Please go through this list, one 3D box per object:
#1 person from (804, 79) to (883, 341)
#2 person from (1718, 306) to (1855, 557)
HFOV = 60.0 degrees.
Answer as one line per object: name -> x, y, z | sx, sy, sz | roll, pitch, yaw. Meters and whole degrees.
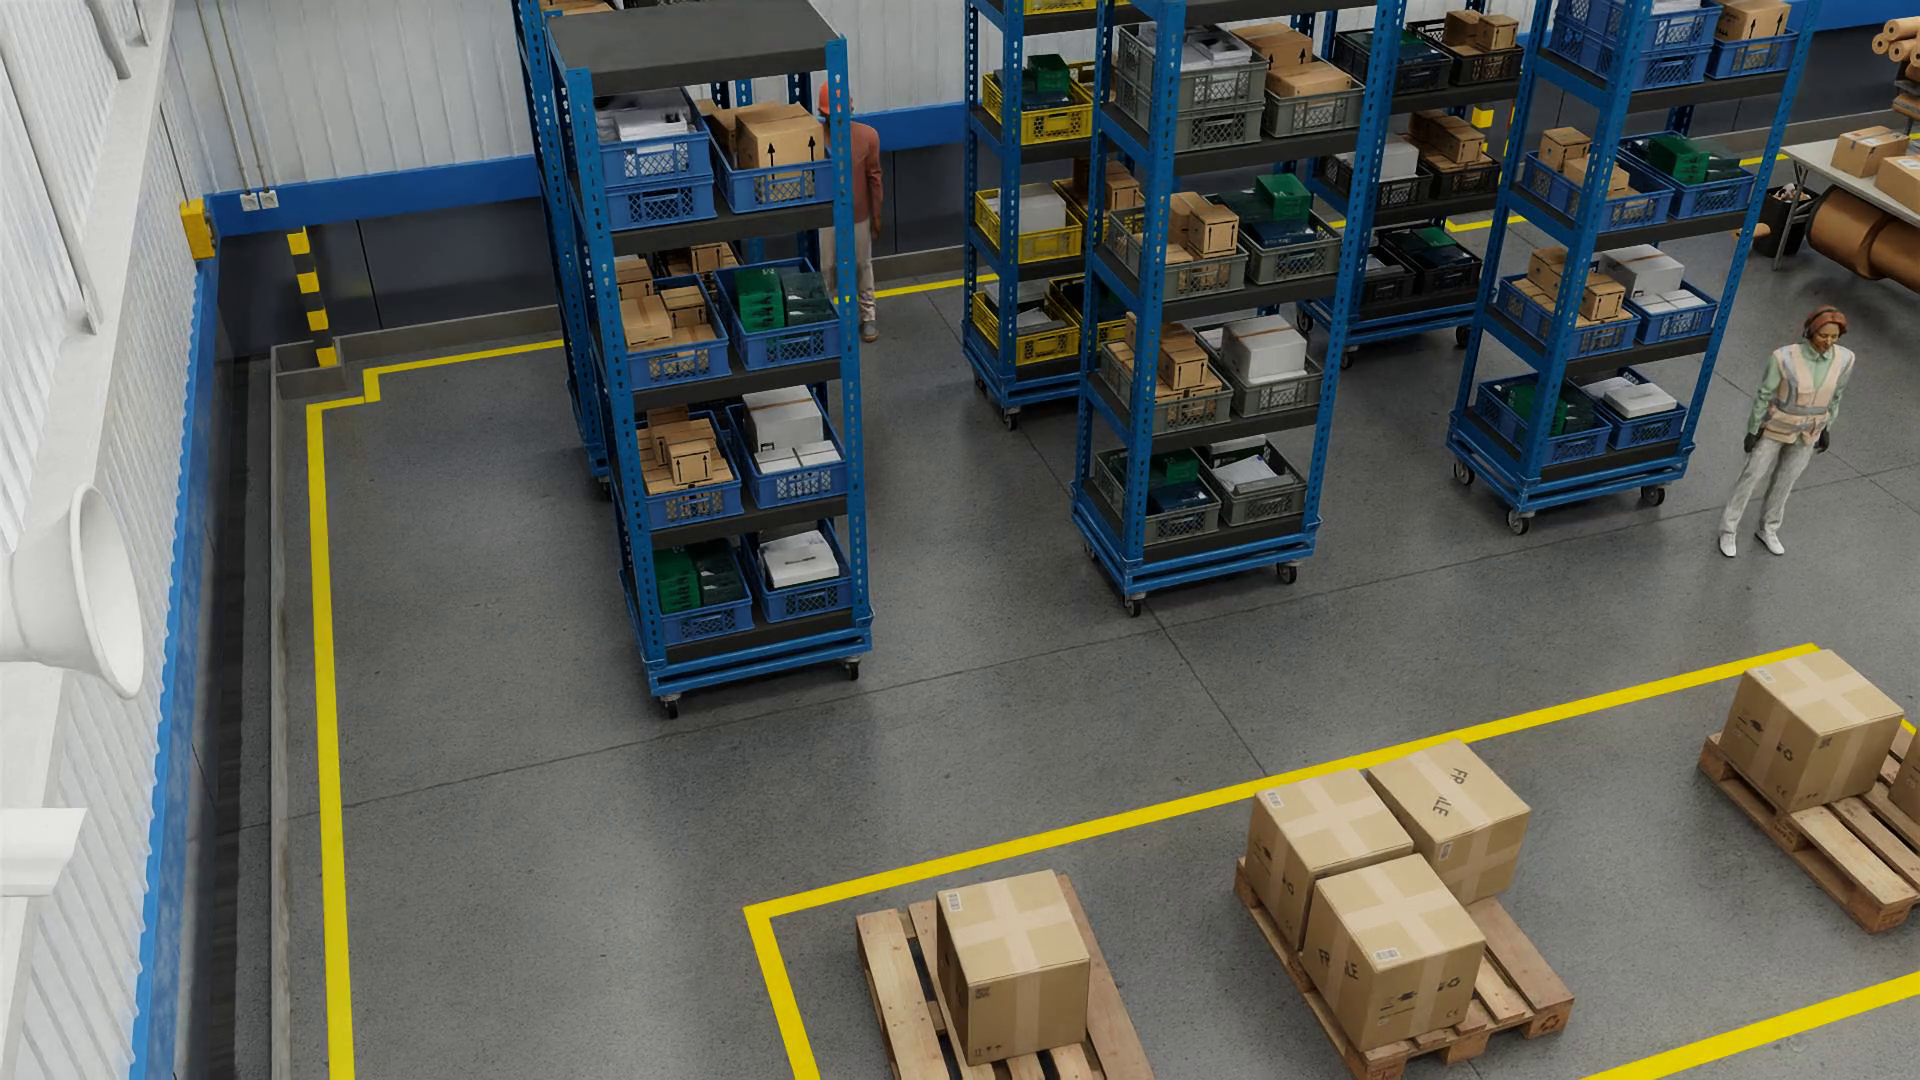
person -> -0.850, -2.323, 11.855 | 0.618, 1.986, 0.409 | -5, 35, -7
person -> 4.849, -0.627, 9.741 | 0.523, 1.638, 0.310 | -2, 35, -3
